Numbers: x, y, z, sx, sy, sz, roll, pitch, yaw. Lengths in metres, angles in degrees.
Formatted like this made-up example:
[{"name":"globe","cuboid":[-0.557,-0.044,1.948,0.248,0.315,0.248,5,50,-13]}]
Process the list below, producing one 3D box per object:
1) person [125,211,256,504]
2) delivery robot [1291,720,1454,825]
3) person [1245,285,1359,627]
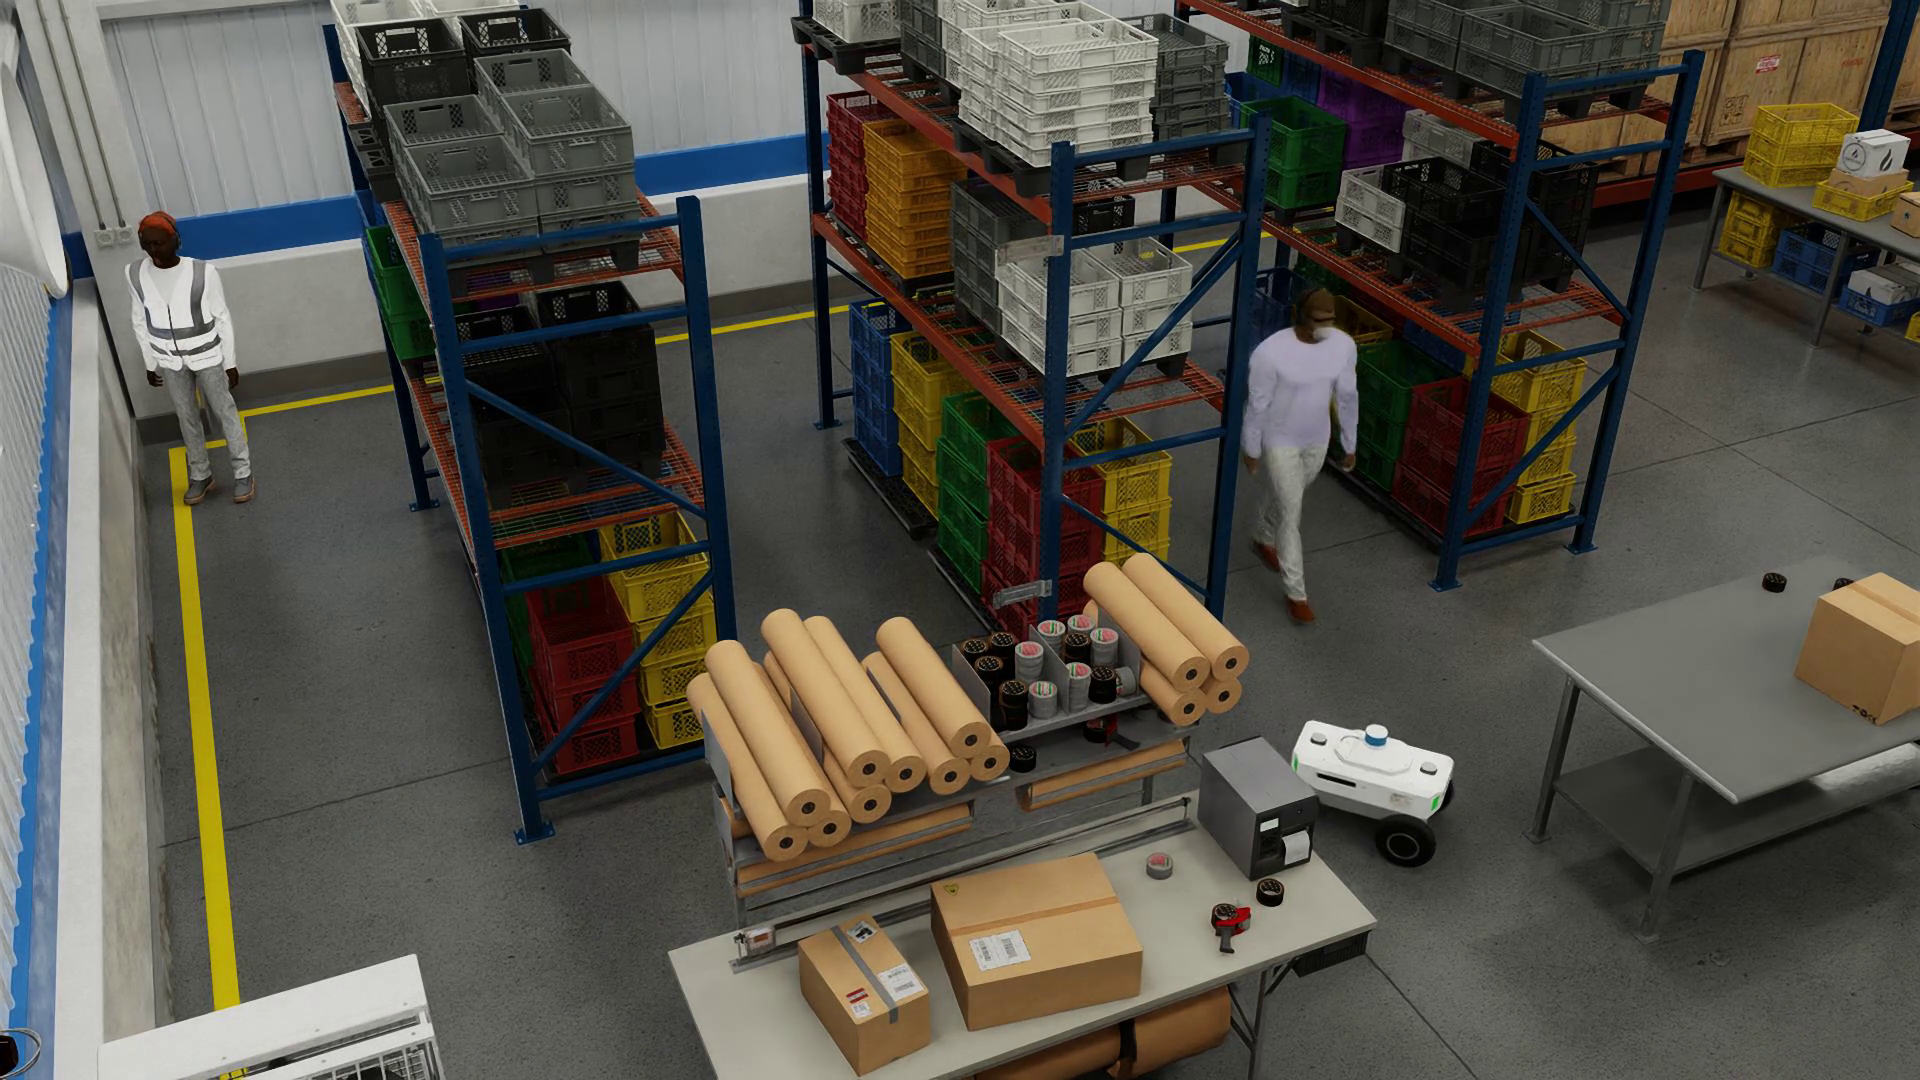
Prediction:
[{"name":"person","cuboid":[-4.723,-1.102,10.206,0.575,1.885,0.355,-2,32,-3]},{"name":"delivery robot","cuboid":[1.927,1.088,7.823,0.707,0.478,0.477,14,34,21]},{"name":"person","cuboid":[1.910,-0.533,9.282,0.644,1.892,0.922,-12,34,-18]}]
